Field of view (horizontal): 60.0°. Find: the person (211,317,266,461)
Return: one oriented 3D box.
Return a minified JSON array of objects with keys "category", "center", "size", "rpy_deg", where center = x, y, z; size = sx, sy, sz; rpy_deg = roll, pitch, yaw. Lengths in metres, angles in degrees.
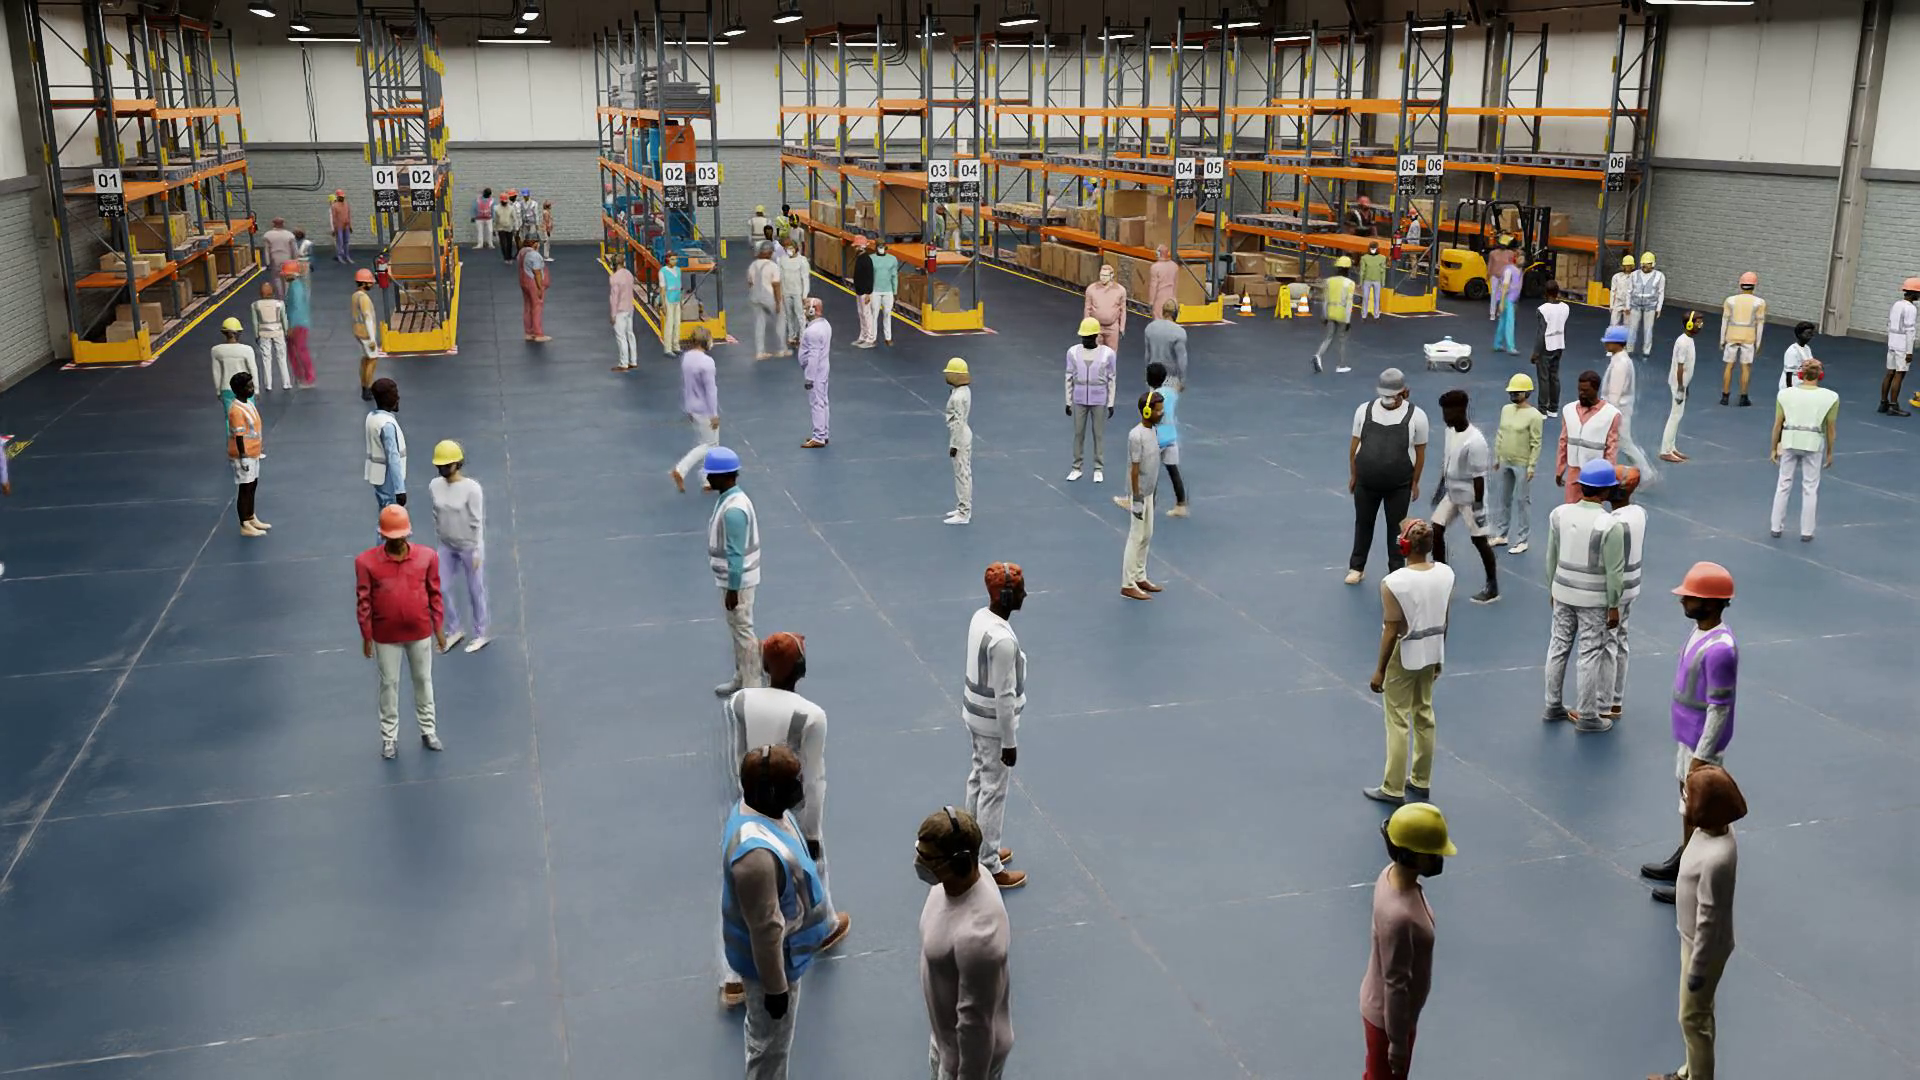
[{"category":"person","center":[-8.858,-1.840,20.391],"size":[0.528,1.765,0.328],"rpy_deg":[-1,15,-3]}]

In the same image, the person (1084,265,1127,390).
[{"category":"person","center":[2.214,-3.238,25.389],"size":[0.641,1.904,0.401],"rpy_deg":[1,15,4]}]

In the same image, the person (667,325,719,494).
[{"category":"person","center":[-2.941,-1.426,18.531],"size":[0.692,1.922,0.641],"rpy_deg":[-9,17,-30]}]

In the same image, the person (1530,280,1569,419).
[{"category":"person","center":[8.195,-2.642,23.122],"size":[0.597,1.913,0.370],"rpy_deg":[-10,18,-33]}]

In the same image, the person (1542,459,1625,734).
[{"category":"person","center":[4.371,0.389,11.650],"size":[0.386,1.948,0.601],"rpy_deg":[-9,17,-31]}]

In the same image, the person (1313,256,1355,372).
[{"category":"person","center":[6.063,-3.625,26.863],"size":[0.790,1.902,0.586],"rpy_deg":[-13,19,-39]}]

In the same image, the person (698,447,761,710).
[{"category":"person","center":[-1.667,0.269,12.138],"size":[0.422,1.939,0.601],"rpy_deg":[-4,15,-14]}]

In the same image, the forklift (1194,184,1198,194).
[{"category":"forklift","center":[7.392,-11.333,53.972],"size":[1.873,2.768,1.129],"rpy_deg":[-4,15,-15]}]

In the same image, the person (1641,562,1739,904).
[{"category":"person","center":[4.036,1.061,9.140],"size":[0.377,1.938,0.547],"rpy_deg":[4,15,14]}]

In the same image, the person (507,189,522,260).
[{"category":"person","center":[-12.307,-8.724,45.990],"size":[0.387,1.929,0.548],"rpy_deg":[-8,17,-27]}]

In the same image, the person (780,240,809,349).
[{"category":"person","center":[-2.952,-4.376,29.628],"size":[0.627,1.933,0.370],"rpy_deg":[10,18,34]}]

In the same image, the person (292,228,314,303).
[{"category":"person","center":[-14.297,-5.957,36.135],"size":[0.533,1.624,0.367],"rpy_deg":[-1,15,-4]}]

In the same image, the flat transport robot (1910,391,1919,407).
[{"category":"flat transport robot","center":[14.098,-1.889,23.438],"size":[0.652,0.197,1.431],"rpy_deg":[1,15,2]}]

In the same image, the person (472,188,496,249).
[{"category":"person","center":[-14.072,-9.463,49.024],"size":[0.763,1.812,0.433],"rpy_deg":[-3,15,-11]}]

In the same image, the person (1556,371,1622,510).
[{"category":"person","center":[5.889,-0.650,15.650],"size":[0.408,1.907,0.597],"rpy_deg":[-12,19,-37]}]

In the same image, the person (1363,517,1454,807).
[{"category":"person","center":[2.826,0.770,10.412],"size":[0.572,1.844,0.376],"rpy_deg":[-9,17,-31]}]

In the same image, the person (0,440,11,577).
[{"category":"person","center":[-9.094,-0.544,15.246],"size":[0.630,1.900,0.521],"rpy_deg":[-4,15,-14]}]

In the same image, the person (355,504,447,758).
[{"category":"person","center":[-3.753,0.610,11.219],"size":[0.580,1.753,0.353],"rpy_deg":[-7,16,-25]}]

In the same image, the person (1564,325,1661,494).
[{"category":"person","center":[7.464,-1.469,18.743],"size":[0.989,1.908,0.619],"rpy_deg":[5,16,19]}]

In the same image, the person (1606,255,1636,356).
[{"category":"person","center":[11.439,-4.024,28.648],"size":[0.487,1.744,0.297],"rpy_deg":[5,16,18]}]

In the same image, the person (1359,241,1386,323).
[{"category":"person","center":[8.172,-5.110,32.969],"size":[0.503,1.624,0.286],"rpy_deg":[3,15,12]}]

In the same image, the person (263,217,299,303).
[{"category":"person","center":[-14.564,-5.984,35.745],"size":[0.679,1.893,0.652],"rpy_deg":[-4,15,-14]}]

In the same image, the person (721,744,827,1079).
[{"category":"person","center":[-0.761,1.712,6.878],"size":[0.429,1.844,0.626],"rpy_deg":[-2,15,-7]}]

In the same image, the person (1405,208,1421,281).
[{"category":"person","center":[11.075,-7.226,40.683],"size":[0.339,1.748,0.564],"rpy_deg":[5,16,18]}]

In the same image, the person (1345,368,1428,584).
[{"category":"person","center":[3.844,-0.568,15.073],"size":[0.672,2.000,0.536],"rpy_deg":[7,16,24]}]

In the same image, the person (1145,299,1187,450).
[{"category":"person","center":[2.588,-2.066,20.938],"size":[0.382,1.928,0.639],"rpy_deg":[-14,20,-43]}]

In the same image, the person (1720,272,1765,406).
[{"category":"person","center":[11.311,-2.908,24.078],"size":[0.551,1.934,0.373],"rpy_deg":[9,17,30]}]

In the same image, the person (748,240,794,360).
[{"category":"person","center":[-3.207,-4.115,28.422],"size":[0.702,2.000,0.811],"rpy_deg":[10,18,34]}]

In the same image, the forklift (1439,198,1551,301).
[{"category":"forklift","center":[11.913,-6.508,37.130],"size":[2.313,2.155,1.214],"rpy_deg":[-4,15,-15]}]

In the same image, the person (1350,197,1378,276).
[{"category":"person","center":[10.062,-7.550,41.459],"size":[0.617,1.982,1.074],"rpy_deg":[-6,16,-23]}]

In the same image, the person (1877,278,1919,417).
[{"category":"person","center":[13.233,-2.709,23.331],"size":[0.363,1.934,0.552],"rpy_deg":[1,15,3]}]

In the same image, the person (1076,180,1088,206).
[{"category":"person","center":[3.716,-9.961,50.625],"size":[0.417,1.941,0.607],"rpy_deg":[4,16,16]}]

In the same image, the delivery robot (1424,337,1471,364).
[{"category":"delivery robot","center":[7.972,-3.085,27.215],"size":[0.707,0.478,0.477],"rpy_deg":[1,15,5]}]

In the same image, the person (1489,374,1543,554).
[{"category":"person","center":[5.439,-0.753,16.298],"size":[0.314,1.768,0.527],"rpy_deg":[-8,17,-28]}]

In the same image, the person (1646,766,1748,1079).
[{"category":"person","center":[3.186,1.745,7.175],"size":[0.279,1.627,0.507],"rpy_deg":[6,16,21]}]

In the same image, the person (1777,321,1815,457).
[{"category":"person","center":[10.355,-1.874,20.643],"size":[0.535,1.699,0.321],"rpy_deg":[-14,20,-42]}]

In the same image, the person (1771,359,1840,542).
[{"category":"person","center":[8.456,-0.896,16.710],"size":[0.574,1.837,0.389],"rpy_deg":[10,18,34]}]

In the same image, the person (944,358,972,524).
[{"category":"person","center":[-0.027,-1.041,17.424],"size":[0.295,1.744,0.484],"rpy_deg":[2,15,8]}]

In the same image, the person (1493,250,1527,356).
[{"category":"person","center":[9.594,-4.116,28.885],"size":[0.632,1.805,0.647],"rpy_deg":[11,19,36]}]

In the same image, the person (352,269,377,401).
[{"category":"person","center":[-8.727,-3.027,24.529],"size":[0.375,1.935,0.549],"rpy_deg":[-10,18,-33]}]
